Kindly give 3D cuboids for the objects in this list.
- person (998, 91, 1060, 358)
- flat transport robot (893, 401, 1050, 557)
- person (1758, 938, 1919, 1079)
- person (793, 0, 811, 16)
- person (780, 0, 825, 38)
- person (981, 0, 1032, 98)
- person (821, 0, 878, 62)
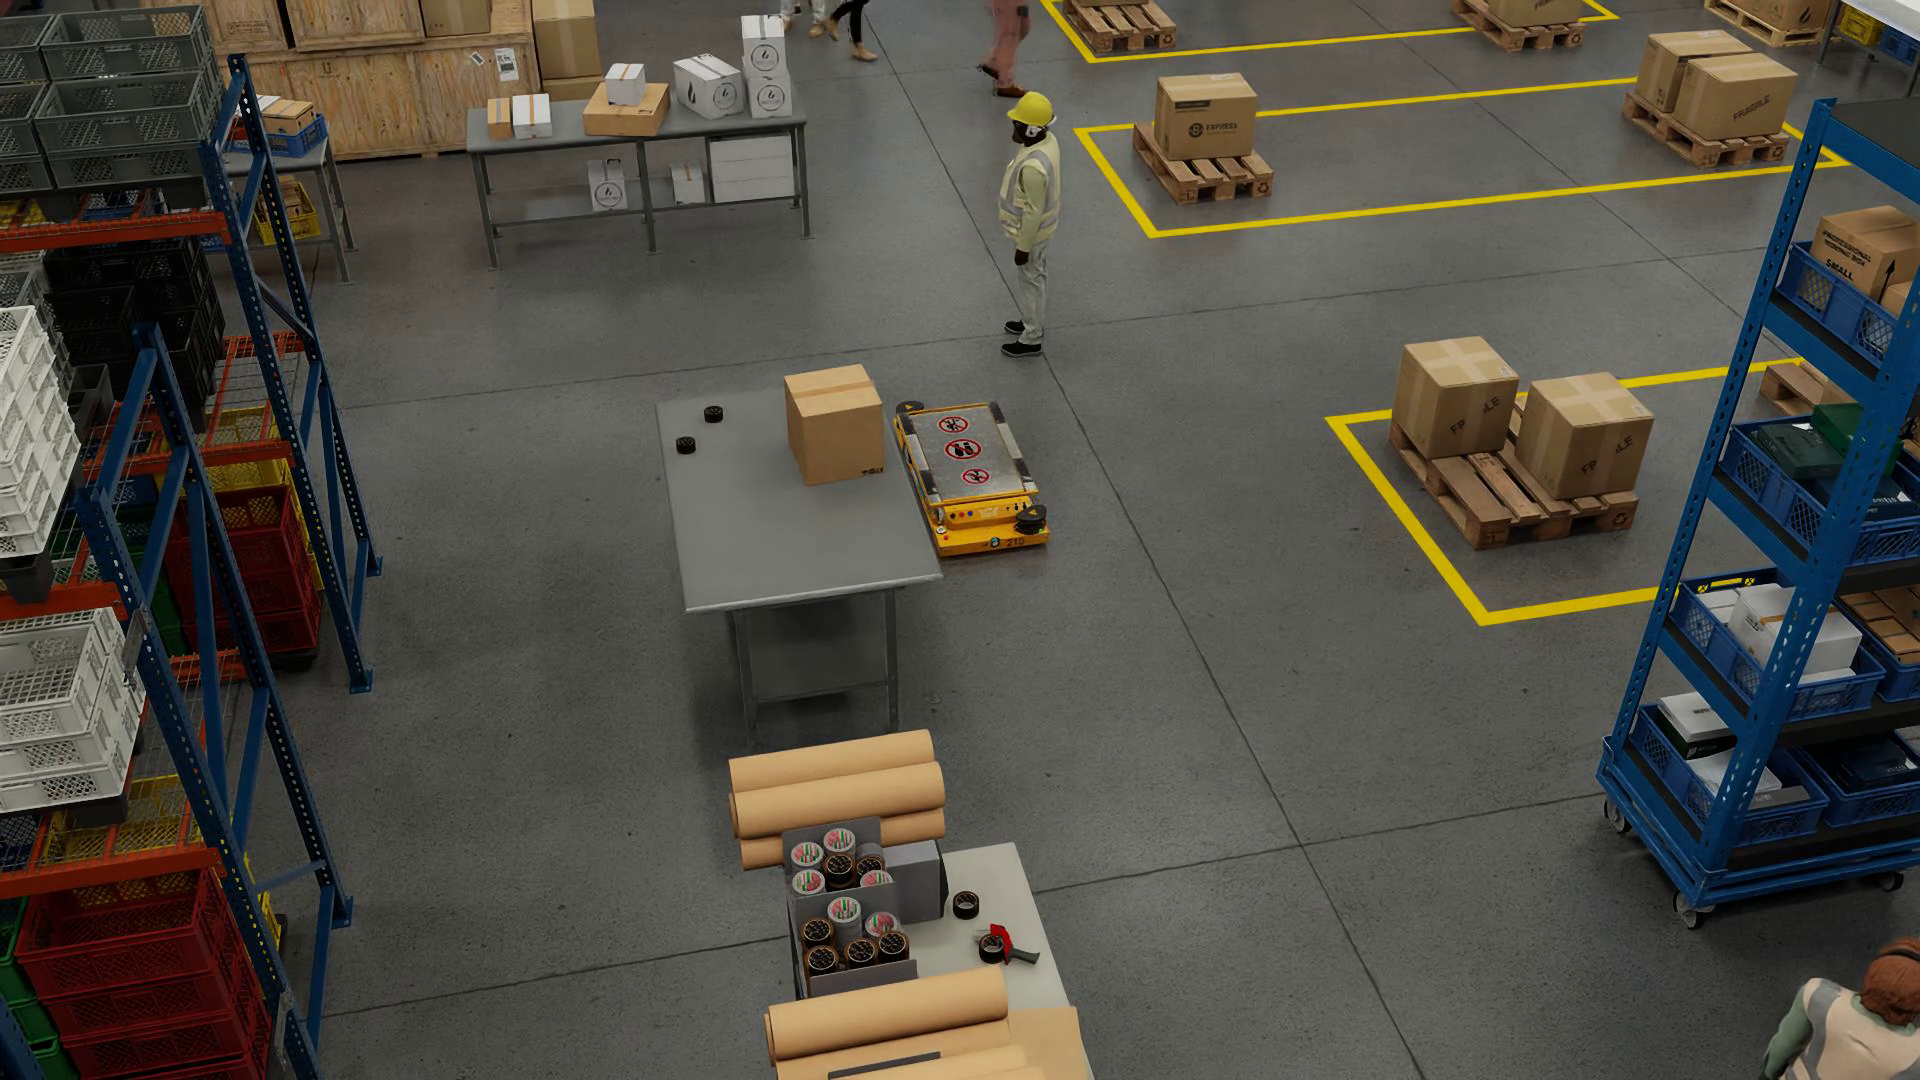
[{"bbox_3d":[0.454,-2.092,11.040,0.404,1.837,0.590,5,37,6],"label":"person"},{"bbox_3d":[0.046,-0.430,10.108,0.652,0.197,1.431,-8,37,-10],"label":"flat transport robot"},{"bbox_3d":[3.001,1.982,5.735,0.519,1.631,0.314,30,46,34],"label":"person"},{"bbox_3d":[-1.620,-6.179,16.501,0.521,1.876,0.325,-19,41,-23],"label":"person"},{"bbox_3d":[-1.561,-5.768,15.989,0.633,1.829,0.431,11,38,15],"label":"person"},{"bbox_3d":[0.446,-4.859,14.717,0.432,1.887,0.647,3,37,4],"label":"person"},{"bbox_3d":[-1.053,-5.369,15.568,0.586,1.677,0.541,12,38,15],"label":"person"}]
